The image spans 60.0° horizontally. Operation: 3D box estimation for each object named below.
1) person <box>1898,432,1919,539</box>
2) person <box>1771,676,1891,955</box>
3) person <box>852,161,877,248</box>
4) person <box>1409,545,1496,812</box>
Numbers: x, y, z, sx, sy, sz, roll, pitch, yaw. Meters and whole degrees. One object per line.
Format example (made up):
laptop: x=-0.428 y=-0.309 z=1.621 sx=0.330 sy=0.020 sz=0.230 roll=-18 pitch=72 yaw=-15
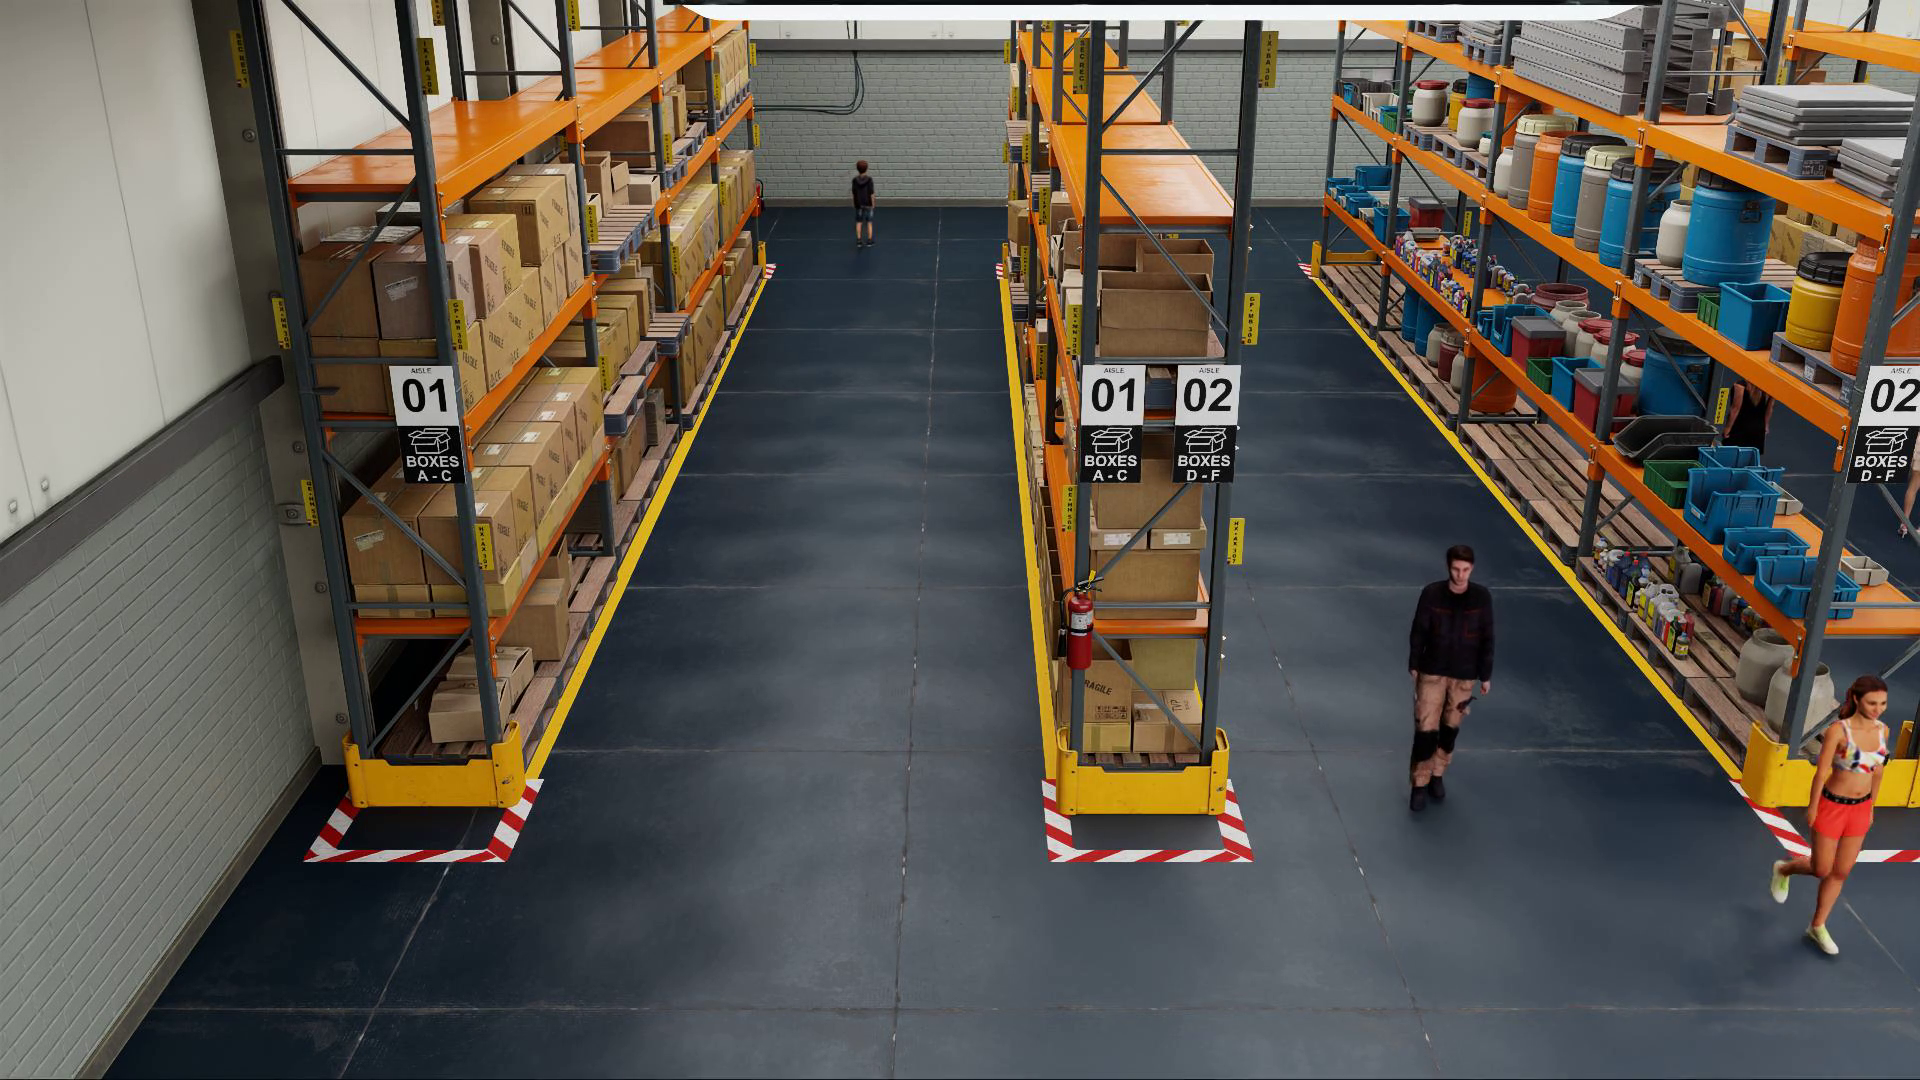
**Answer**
person: x=9.296 y=-0.839 z=15.953 sx=0.667 sy=1.735 sz=0.698 roll=15 pitch=27 yaw=32
person: x=5.235 y=1.583 z=9.976 sx=0.647 sy=1.776 sz=0.878 roll=-3 pitch=22 yaw=-8
person: x=-1.640 y=-5.719 z=28.264 sx=0.565 sy=1.447 sz=0.546 roll=4 pitch=23 yaw=9
person: x=3.364 y=0.892 z=11.492 sx=0.709 sy=1.909 sz=0.775 roll=1 pitch=22 yaw=2
